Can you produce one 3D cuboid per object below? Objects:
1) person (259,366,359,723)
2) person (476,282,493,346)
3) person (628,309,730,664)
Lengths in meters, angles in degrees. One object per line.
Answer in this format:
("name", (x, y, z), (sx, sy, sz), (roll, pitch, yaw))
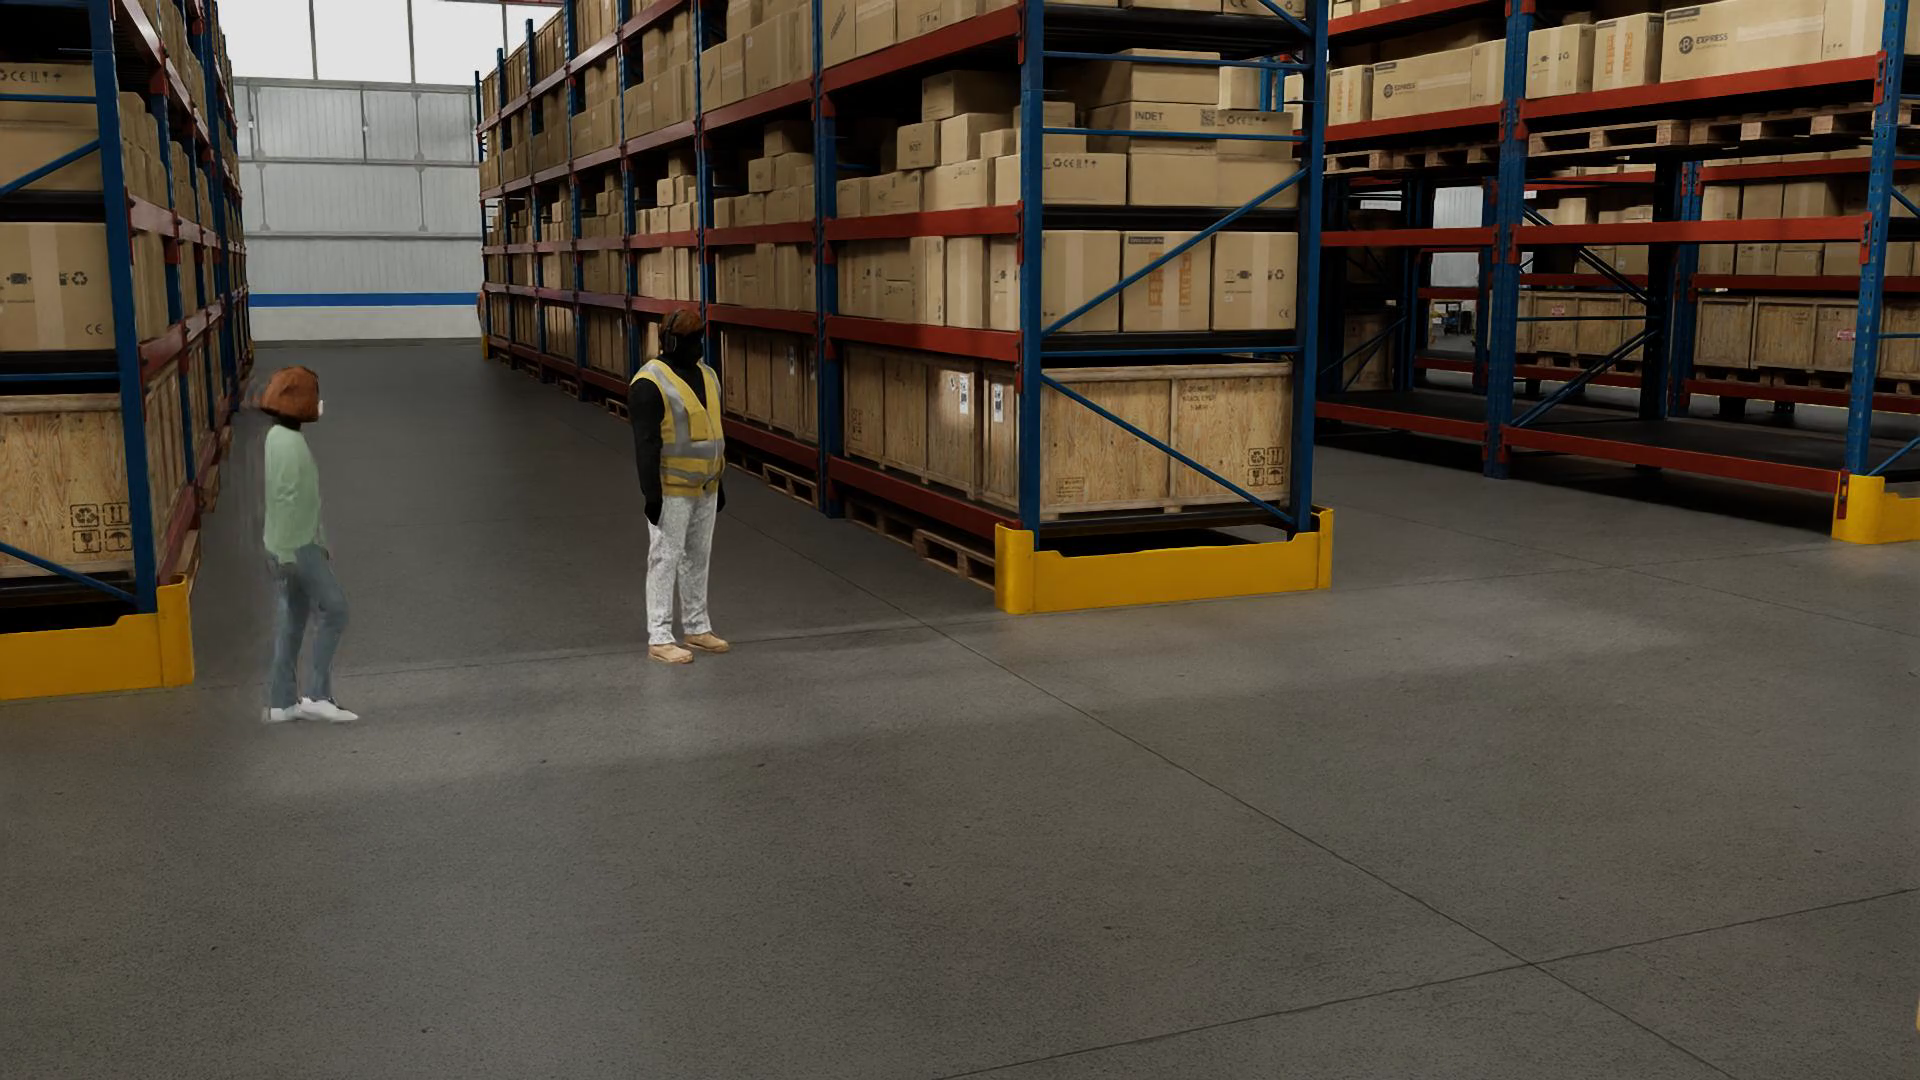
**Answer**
("person", (-2.890, 0.035, 7.429), (0.524, 1.614, 0.524), (-3, 10, -19))
("person", (-11.105, -5.265, 39.104), (0.512, 1.642, 0.312), (2, 10, 10))
("person", (-1.440, -0.277, 8.671), (0.431, 1.836, 0.618), (5, 11, 27))
